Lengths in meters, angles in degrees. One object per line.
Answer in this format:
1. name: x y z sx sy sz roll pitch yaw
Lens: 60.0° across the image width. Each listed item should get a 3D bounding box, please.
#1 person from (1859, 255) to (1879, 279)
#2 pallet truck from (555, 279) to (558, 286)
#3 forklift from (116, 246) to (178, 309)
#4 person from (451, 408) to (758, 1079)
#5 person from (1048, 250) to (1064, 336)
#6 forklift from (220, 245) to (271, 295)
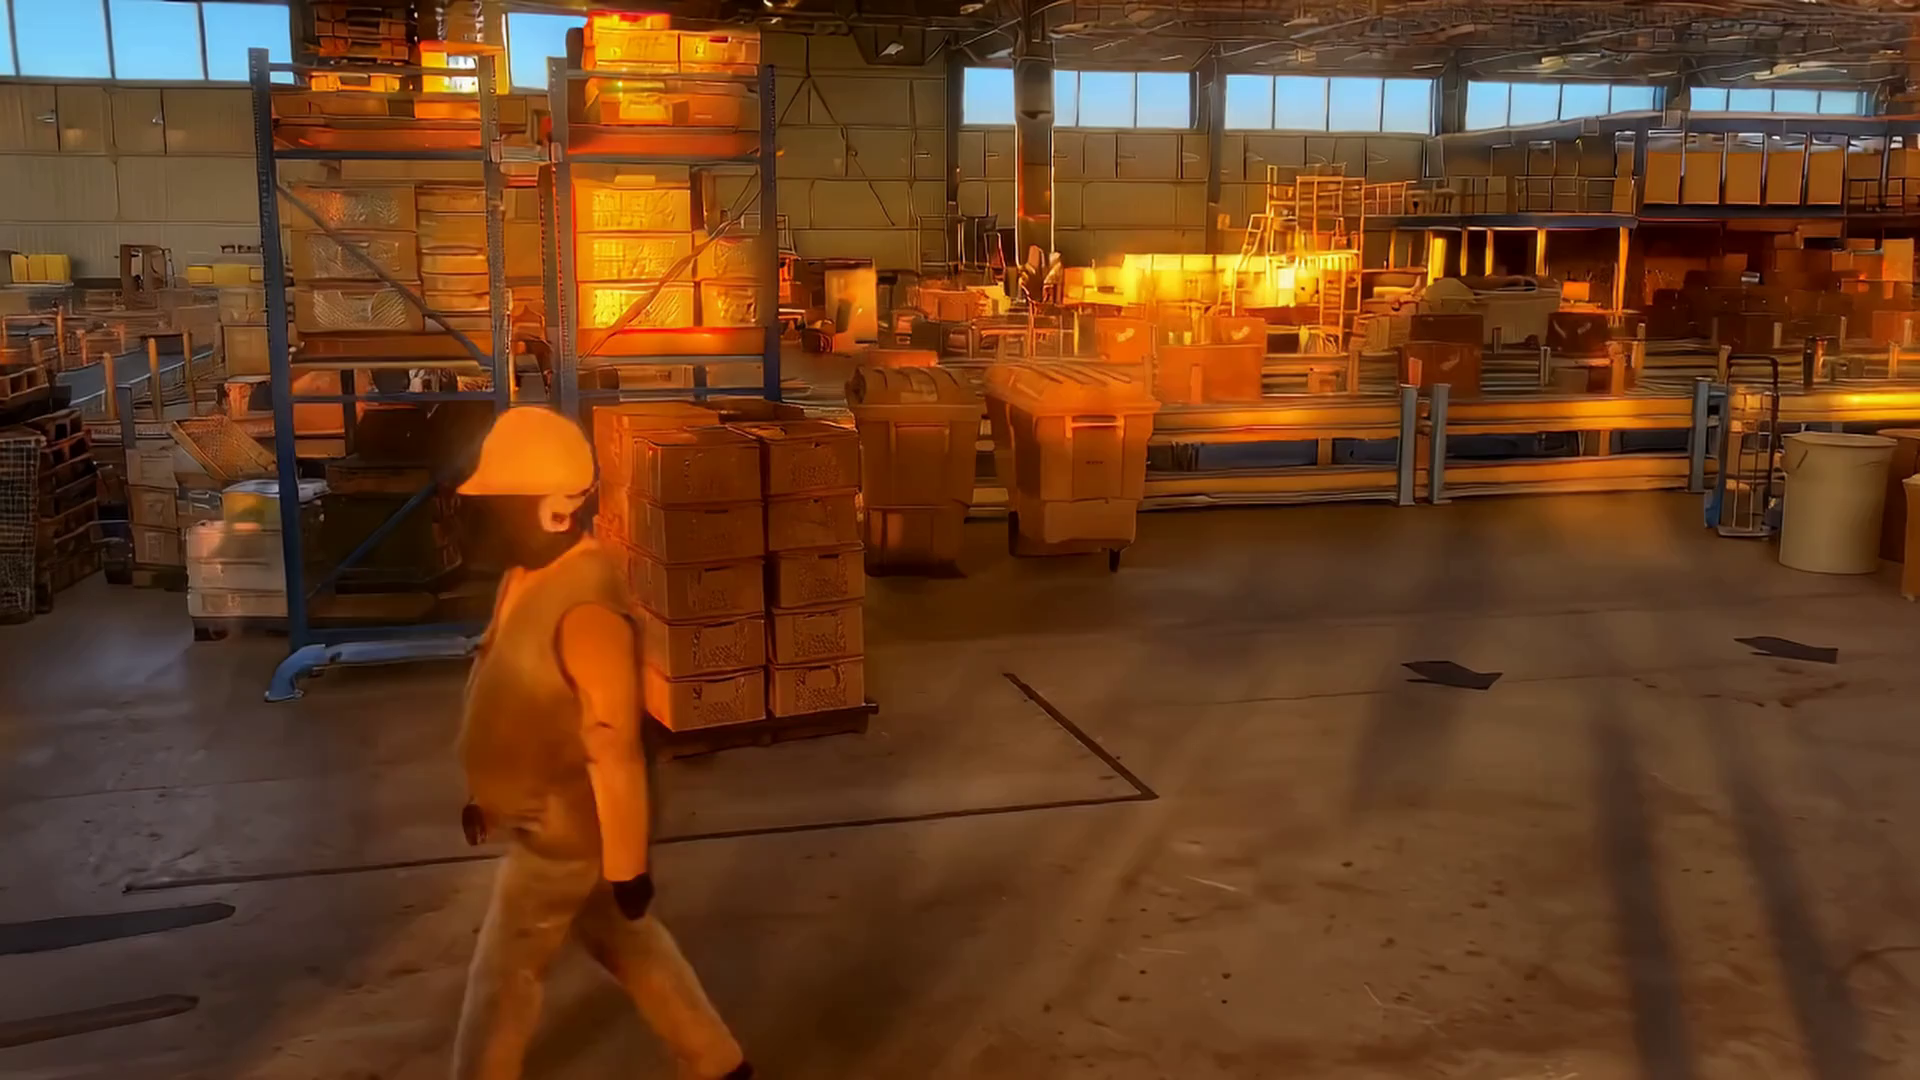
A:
1. person: 27.857 -7.807 50.999 0.477 1.868 0.627 -6 12 -31
2. pallet truck: -10.604 -6.375 44.520 0.653 1.274 1.630 -3 10 -15
3. forklift: -19.966 -6.232 40.894 1.157 1.987 2.680 -3 10 -15
4. person: -0.877 0.588 3.742 0.940 1.790 0.591 -4 11 -21
5. person: 2.270 -5.859 39.499 0.385 2.041 0.615 3 11 18
6. forklift: -17.749 -6.334 41.440 1.157 1.987 2.680 -3 10 -17
